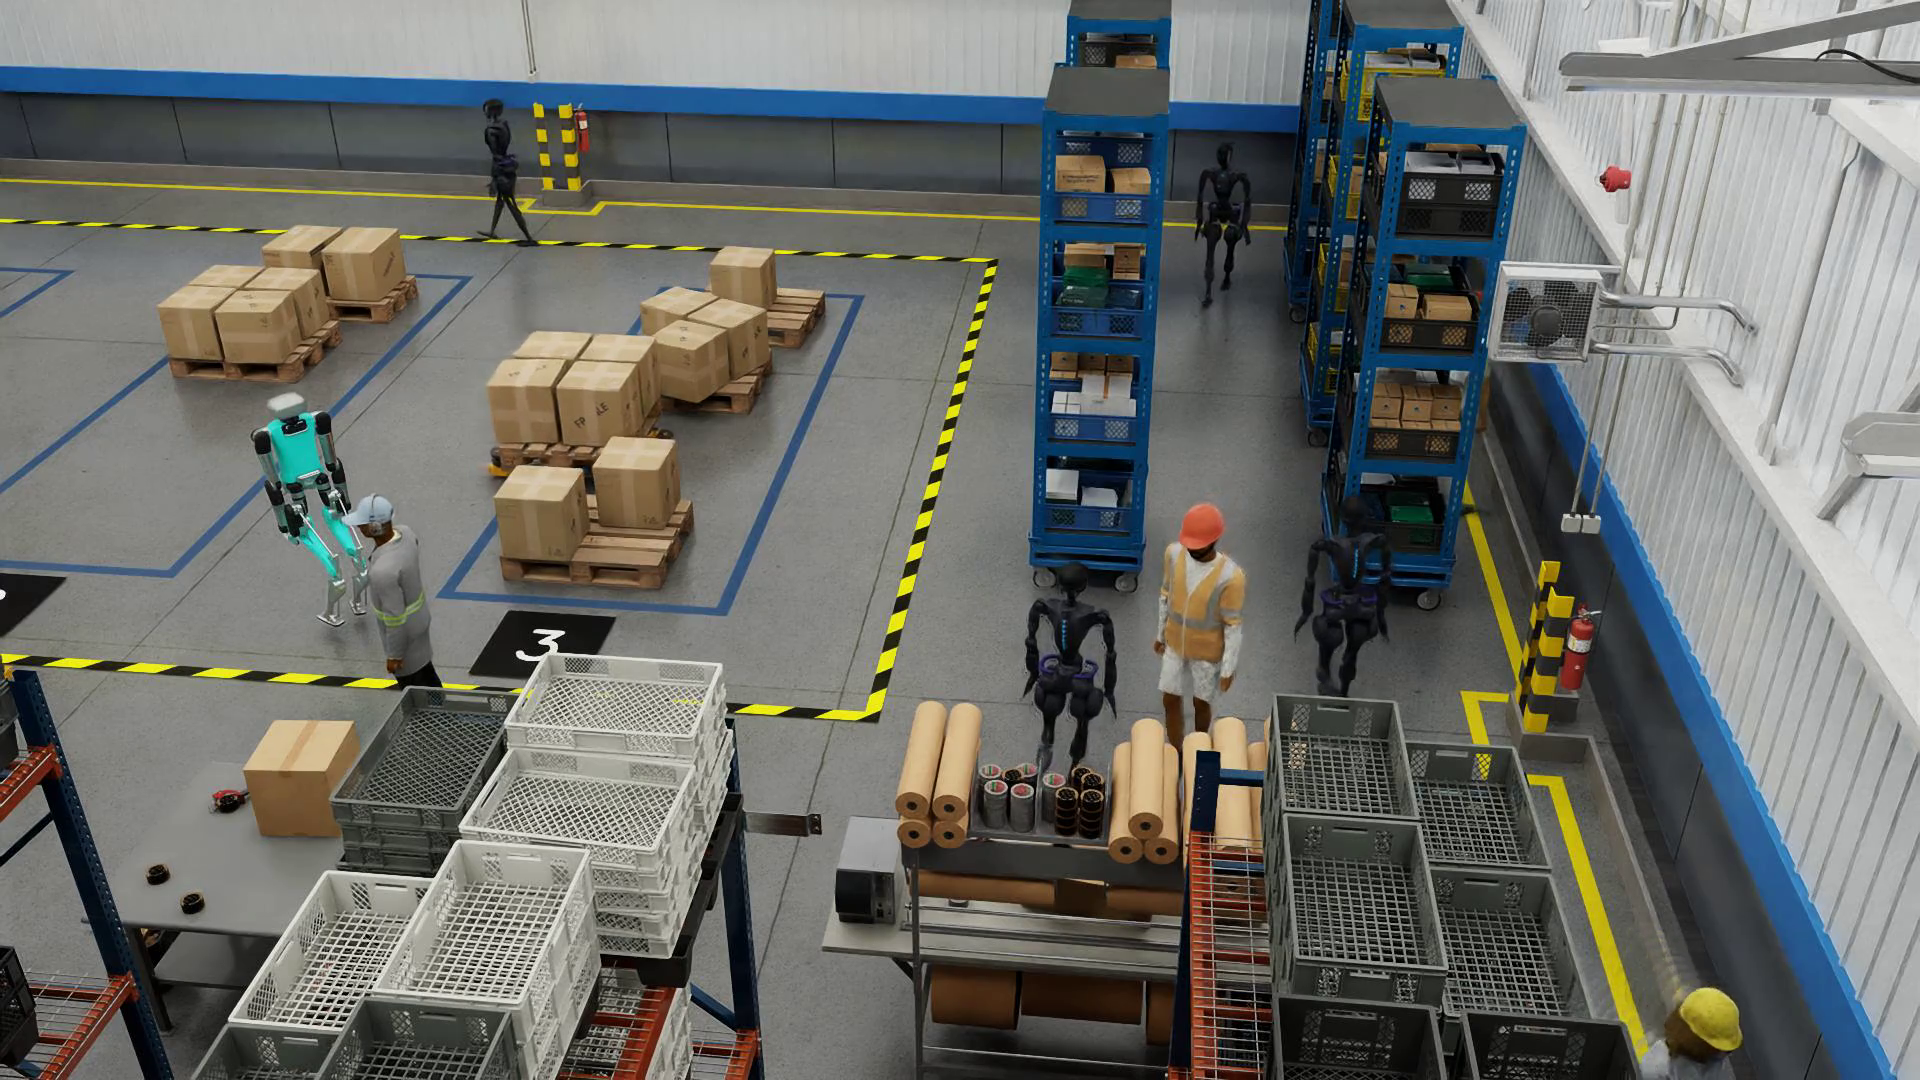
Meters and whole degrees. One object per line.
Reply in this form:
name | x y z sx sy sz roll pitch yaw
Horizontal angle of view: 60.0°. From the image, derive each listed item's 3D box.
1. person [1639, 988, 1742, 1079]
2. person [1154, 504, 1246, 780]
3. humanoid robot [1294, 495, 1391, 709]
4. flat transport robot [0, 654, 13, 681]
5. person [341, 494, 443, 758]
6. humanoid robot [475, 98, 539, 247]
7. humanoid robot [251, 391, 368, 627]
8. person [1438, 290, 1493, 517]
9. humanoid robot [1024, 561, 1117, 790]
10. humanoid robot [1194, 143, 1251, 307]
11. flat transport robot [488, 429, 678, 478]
person | 2.940 2.487 6.982 0.489 1.685 0.968 -10 32 -16
person | 1.381 0.652 9.912 0.579 1.919 0.527 21 36 32
humanoid robot | 2.436 0.491 10.457 0.594 1.653 0.640 -1 30 -3
flat transport robot | -7.142 0.969 11.010 1.431 0.231 0.659 3 30 6
person | -3.437 0.542 10.168 0.391 1.850 0.599 -2 30 -4
humanoid robot | -5.059 -3.994 18.159 0.718 1.635 0.584 -2 30 -3
humanoid robot | -4.332 -0.149 11.337 0.533 1.677 0.735 -25 38 -36
person | 3.841 -1.057 12.924 0.372 1.840 0.568 -19 35 -29
humanoid robot | 0.629 0.875 9.777 0.589 1.635 0.595 10 32 16
humanoid robot | 2.677 -3.216 16.857 0.588 1.630 0.794 9 32 16
flat transport robot | -3.147 -0.741 13.918 1.431 0.197 0.652 3 30 6
